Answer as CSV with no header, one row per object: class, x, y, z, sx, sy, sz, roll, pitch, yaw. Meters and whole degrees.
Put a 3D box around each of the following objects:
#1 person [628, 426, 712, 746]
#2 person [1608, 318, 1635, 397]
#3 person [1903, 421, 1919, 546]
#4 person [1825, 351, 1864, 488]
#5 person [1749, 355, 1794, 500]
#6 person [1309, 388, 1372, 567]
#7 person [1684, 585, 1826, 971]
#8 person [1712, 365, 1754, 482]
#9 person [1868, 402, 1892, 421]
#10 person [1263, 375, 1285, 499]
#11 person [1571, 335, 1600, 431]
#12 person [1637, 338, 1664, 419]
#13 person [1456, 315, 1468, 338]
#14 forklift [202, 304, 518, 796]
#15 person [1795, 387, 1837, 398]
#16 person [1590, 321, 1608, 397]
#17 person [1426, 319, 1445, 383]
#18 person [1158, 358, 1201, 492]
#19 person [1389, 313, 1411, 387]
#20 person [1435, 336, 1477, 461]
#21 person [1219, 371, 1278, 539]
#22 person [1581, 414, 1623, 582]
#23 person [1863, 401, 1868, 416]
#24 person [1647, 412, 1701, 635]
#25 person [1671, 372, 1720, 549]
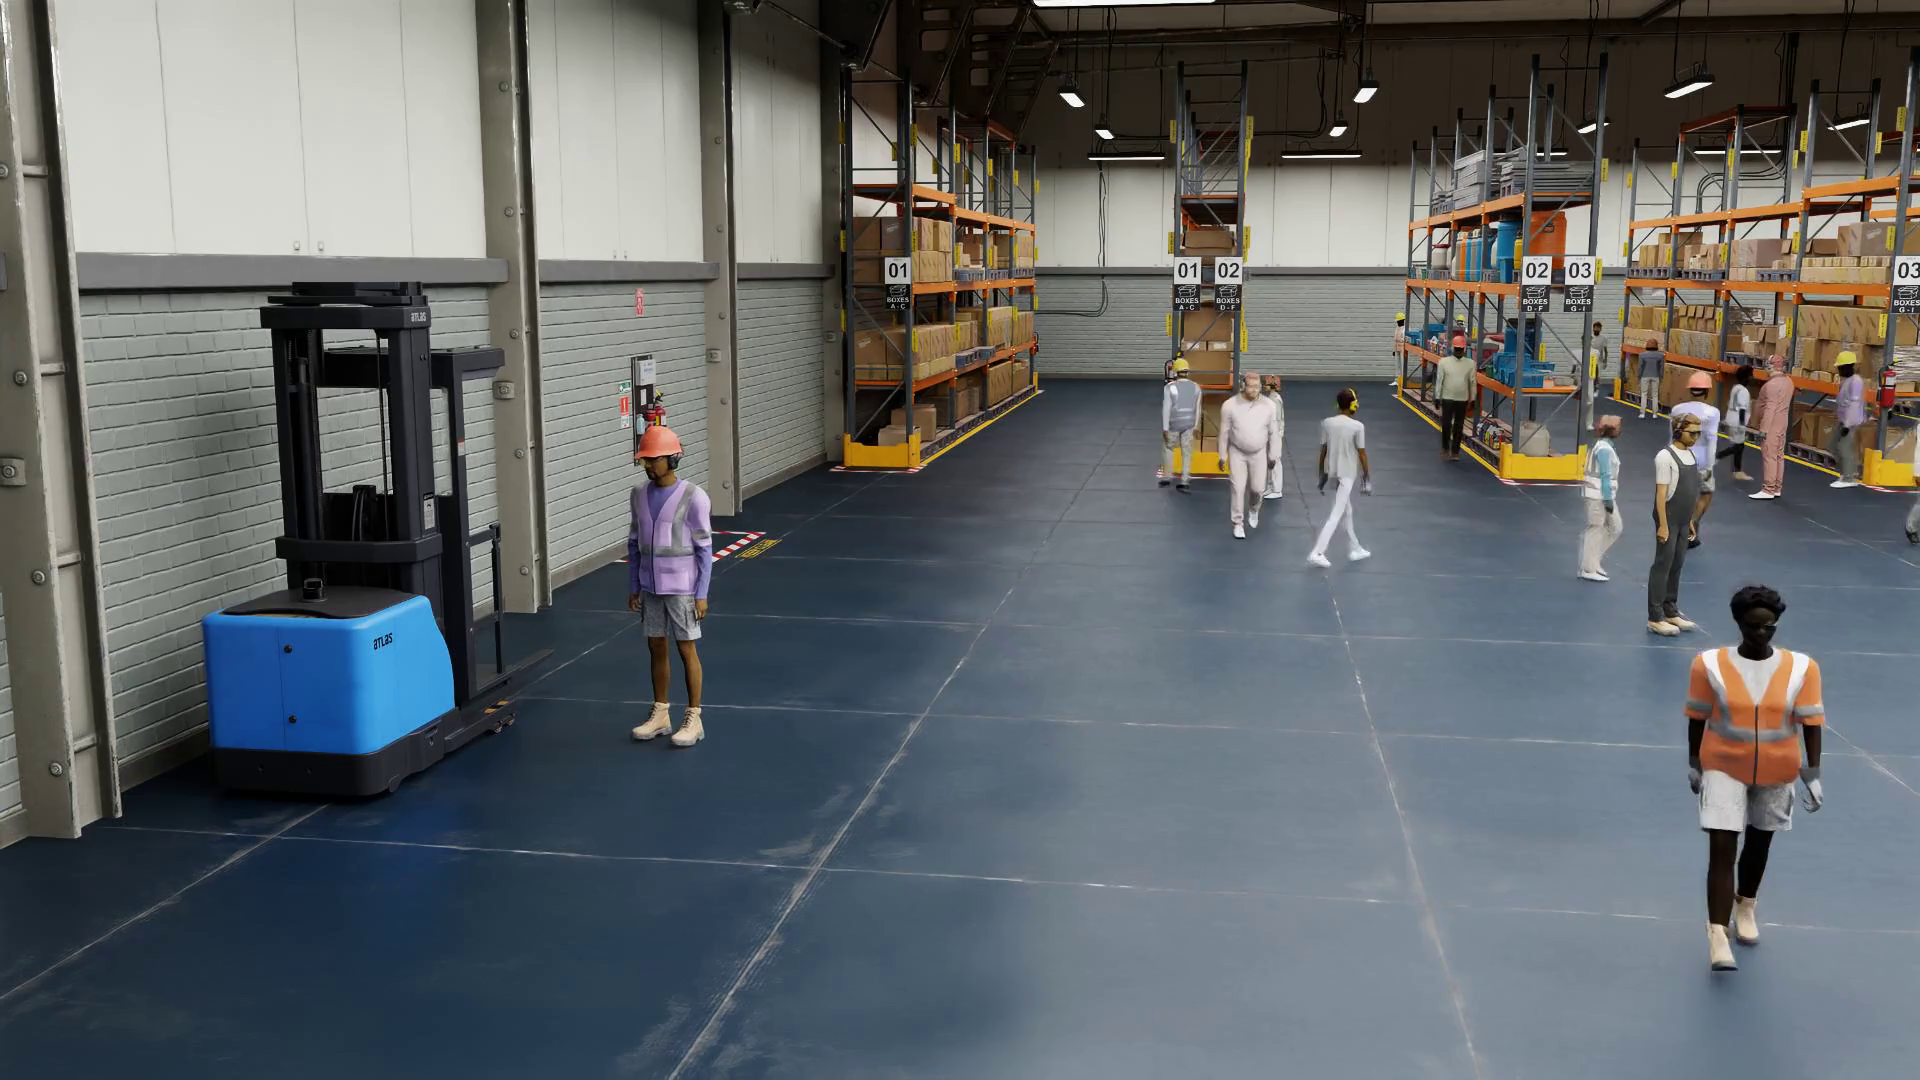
person,-1.869,0.292,10.559,0.614,2.041,0.393,5,10,28
person,16.016,-4.338,39.604,0.933,1.894,0.569,2,9,9
person,10.543,-0.776,17.909,0.602,1.798,0.877,0,9,-1
person,12.250,-1.658,23.000,0.446,1.901,0.608,2,9,13
person,10.713,-1.488,21.979,0.639,1.901,0.406,-9,13,-44
person,3.935,-0.646,17.075,0.991,1.817,0.542,-7,11,-36
person,3.432,1.027,7.203,0.546,1.654,0.846,3,10,17
person,11.056,-1.672,23.826,0.638,1.676,0.535,2,9,13
person,18.434,-3.316,33.334,0.652,1.882,0.450,0,9,1
person,4.135,-1.364,22.012,0.312,1.639,0.520,0,9,0
person,11.729,-2.947,31.168,0.542,1.831,0.884,1,9,9
person,14.070,-3.289,33.903,0.509,1.632,0.266,2,9,14
person,13.346,-5.091,44.420,0.587,1.828,0.404,4,10,24
forklift,-3.673,-0.038,10.147,1.129,2.768,1.873,1,9,9
person,20.564,-4.409,39.838,0.623,1.965,0.968,-8,12,-40
person,14.983,-4.241,39.193,0.532,1.837,0.797,4,10,22
person,11.820,-4.505,40.754,1.075,1.857,0.586,-1,9,-9
person,2.984,-1.588,22.873,0.613,1.803,0.735,-3,10,-20
person,11.477,-4.960,43.335,0.380,1.917,0.585,-4,10,-22
person,7.869,-2.240,26.348,0.644,1.980,0.518,1,9,6
person,3.268,-0.983,18.913,0.673,1.886,0.545,0,9,2
person,6.248,-0.404,16.136,0.385,1.627,0.513,5,10,27
person,15.795,-2.682,29.267,0.585,1.922,0.457,1,9,4
person,5.972,-0.145,13.871,0.507,1.844,0.346,-8,12,-40
person,7.964,-0.862,18.045,0.400,1.922,0.549,-8,12,-42
